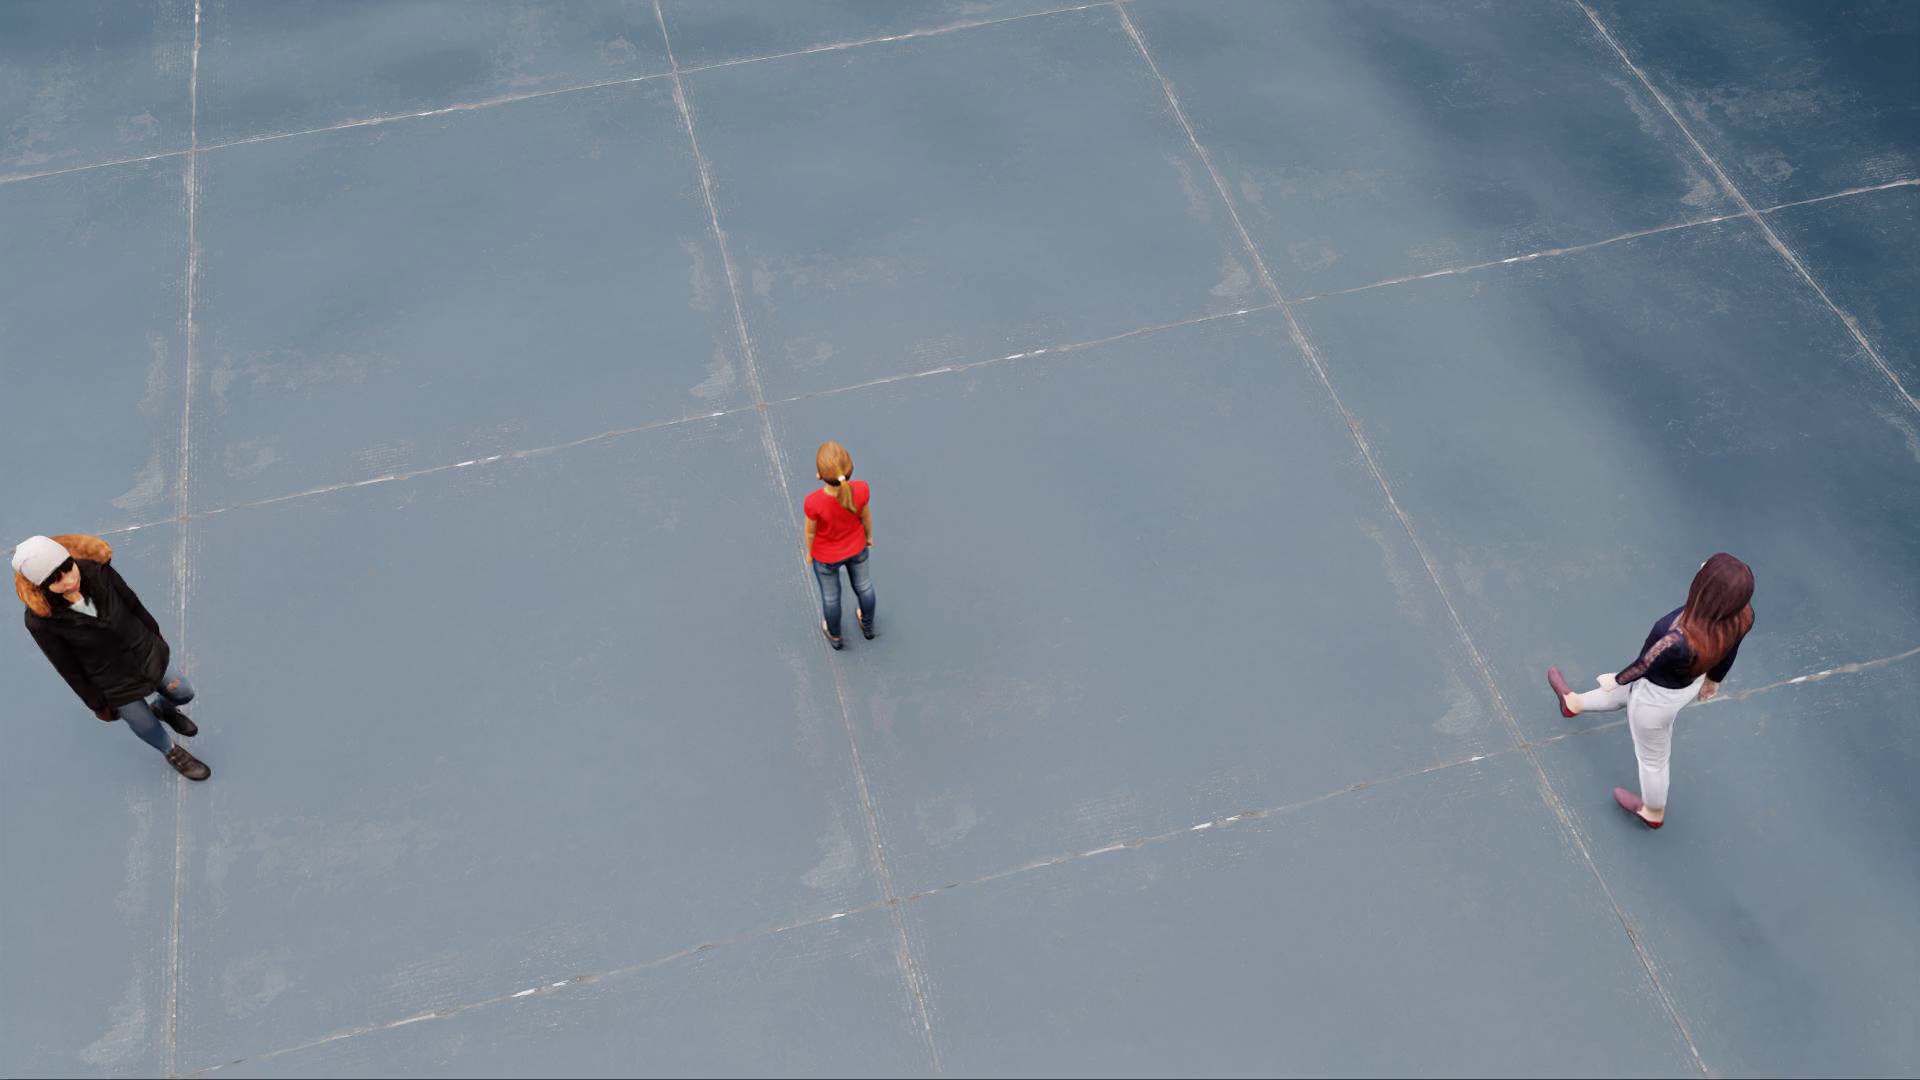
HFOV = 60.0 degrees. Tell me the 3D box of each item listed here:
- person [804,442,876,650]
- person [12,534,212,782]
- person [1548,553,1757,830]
[{"bbox_3d":[-0.539,0.044,7.537,0.491,1.307,0.508,-20,55,-15],"label":"person"},{"bbox_3d":[-3.596,0.482,6.995,0.823,1.628,0.764,25,56,18],"label":"person"},{"bbox_3d":[2.953,0.666,6.899,0.816,1.554,1.132,-27,57,-19],"label":"person"}]
